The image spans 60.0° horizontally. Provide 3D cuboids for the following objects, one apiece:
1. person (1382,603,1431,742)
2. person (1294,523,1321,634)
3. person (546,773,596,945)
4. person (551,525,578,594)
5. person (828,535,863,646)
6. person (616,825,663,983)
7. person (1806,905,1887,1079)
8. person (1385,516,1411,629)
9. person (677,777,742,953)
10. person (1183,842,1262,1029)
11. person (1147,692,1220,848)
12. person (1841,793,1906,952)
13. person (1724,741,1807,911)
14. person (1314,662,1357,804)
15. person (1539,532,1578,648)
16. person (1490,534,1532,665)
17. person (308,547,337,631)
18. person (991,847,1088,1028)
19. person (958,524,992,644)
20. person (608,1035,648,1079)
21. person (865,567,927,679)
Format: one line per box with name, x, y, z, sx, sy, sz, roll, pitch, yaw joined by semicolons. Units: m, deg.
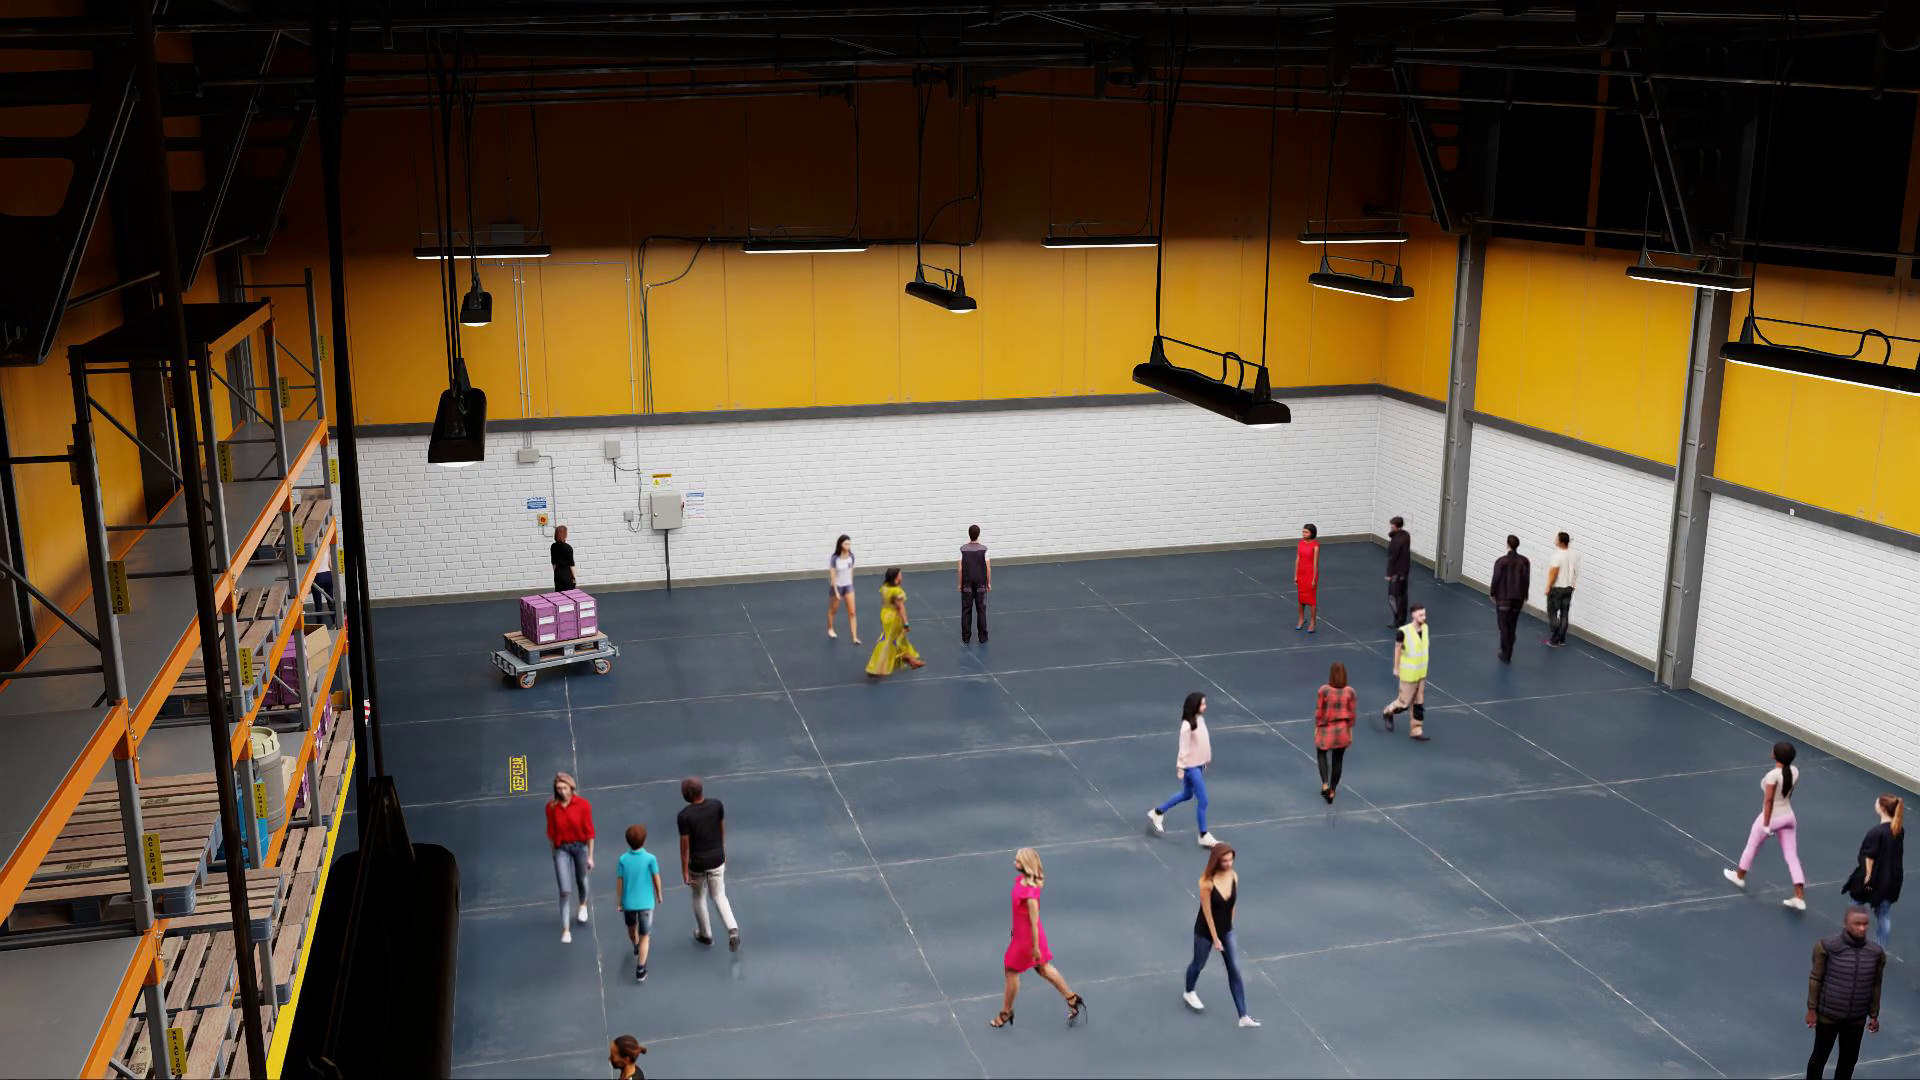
person;5.791;1.679;21.451;0.842;1.833;1.000;-8;16;-30
person;5.470;0.587;26.155;0.696;1.742;0.578;-12;18;-40
person;-3.761;3.039;16.232;0.706;1.646;1.151;-2;14;-10
person;-6.232;0.600;26.180;0.649;1.706;0.699;7;15;27
person;-1.868;0.771;25.559;0.811;1.666;1.233;-7;15;-28
person;-2.993;3.367;15.356;0.738;1.422;0.997;0;14;0
person;6.919;3.711;13.054;0.770;1.837;0.718;2;14;7
person;7.026;0.482;26.448;0.899;1.809;0.923;-12;18;-41
person;-2.369;3.101;15.709;0.887;1.772;1.100;-8;16;-31
person;2.183;3.424;14.605;0.708;1.664;1.148;-7;15;-27
person;2.460;2.501;18.263;1.172;1.736;1.108;8;16;29
person;8.665;3.199;15.518;0.616;1.672;0.655;-4;14;-16
person;8.301;2.891;16.743;0.598;1.694;1.181;-5;14;-18
person;4.356;2.263;19.337;0.724;1.694;0.730;1;14;6
person;9.211;0.737;25.445;0.722;1.786;0.618;-2;14;-10
person;8.165;0.892;24.582;0.789;1.890;0.970;-1;14;-5
person;-9.934;0.669;25.904;0.673;1.702;0.685;-13;19;-43
person;0.695;3.460;14.426;0.839;1.679;1.065;1;14;2
person;0.214;0.667;25.598;0.727;1.848;0.678;0;14;2
person;-2.240;4.176;11.492;0.642;1.669;0.461;-3;14;-12
person;-1.036;1.228;23.817;0.949;1.596;1.234;-6;15;-25
